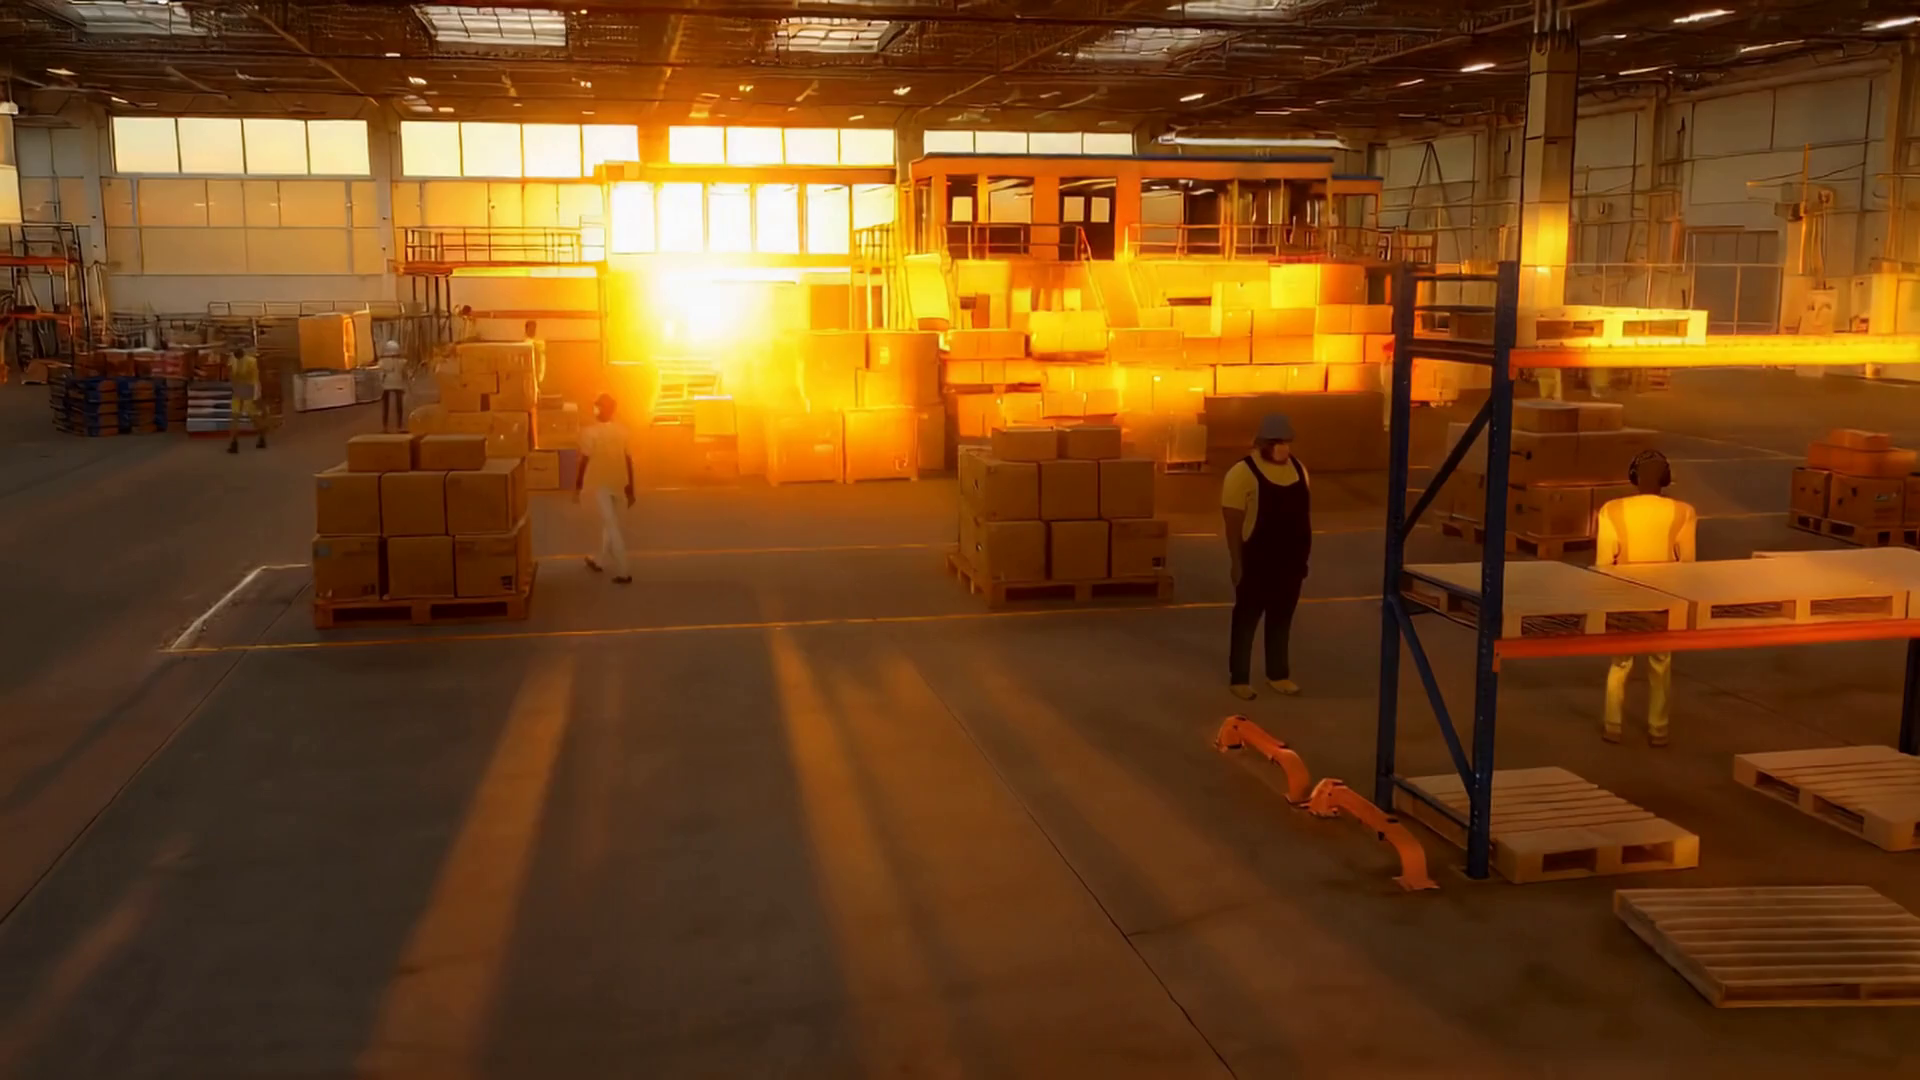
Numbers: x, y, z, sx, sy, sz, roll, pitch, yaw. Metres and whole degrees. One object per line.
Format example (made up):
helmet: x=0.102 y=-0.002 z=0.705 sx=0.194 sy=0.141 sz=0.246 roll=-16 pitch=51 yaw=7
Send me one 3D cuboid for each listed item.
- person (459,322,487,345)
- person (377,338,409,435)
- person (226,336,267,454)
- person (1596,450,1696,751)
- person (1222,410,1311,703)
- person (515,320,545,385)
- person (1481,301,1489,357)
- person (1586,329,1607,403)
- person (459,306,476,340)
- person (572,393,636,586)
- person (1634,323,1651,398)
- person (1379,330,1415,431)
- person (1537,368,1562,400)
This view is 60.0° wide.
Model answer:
person: x=-10.010 y=-3.530 z=34.216 sx=0.590 sy=1.867 sz=1.001 roll=-5 pitch=11 yaw=-27
person: x=-9.908 y=-2.637 z=29.083 sx=0.522 sy=1.769 sz=0.318 roll=-7 pitch=12 yaw=-38
person: x=-11.679 y=-2.385 z=27.180 sx=0.557 sy=1.898 sz=0.971 roll=1 pitch=9 yaw=6
person: x=4.250 y=0.377 z=10.361 sx=0.574 sy=1.883 sz=0.356 roll=3 pitch=10 yaw=17
person: x=2.175 y=0.109 z=11.514 sx=0.687 sy=2.000 sz=0.535 roll=-5 pitch=11 yaw=-28
person: x=-8.814 y=-3.505 z=33.839 sx=0.715 sy=1.936 sz=0.569 roll=1 pitch=9 yaw=7
person: x=16.901 y=-6.764 z=53.749 sx=0.612 sy=1.929 sz=0.676 roll=6 pitch=11 yaw=33
person: x=11.585 y=-2.873 z=30.093 sx=0.832 sy=1.912 sz=0.555 roll=7 pitch=12 yaw=36
person: x=-14.809 y=-6.120 z=50.097 sx=0.504 sy=1.839 sz=0.344 roll=0 pitch=9 yaw=-1
person: x=-3.410 y=-0.493 z=15.906 sx=0.503 sy=1.807 sz=1.011 roll=-9 pitch=13 yaw=-44
person: x=15.862 y=-4.147 z=38.442 sx=0.736 sy=1.718 sz=0.493 roll=-5 pitch=10 yaw=-26
person: x=7.984 y=-2.925 z=30.404 sx=0.653 sy=1.926 sz=0.507 roll=1 pitch=9 yaw=4
person: x=11.360 y=-3.156 z=32.071 sx=0.439 sy=1.822 sz=0.619 roll=-2 pitch=10 yaw=-14
